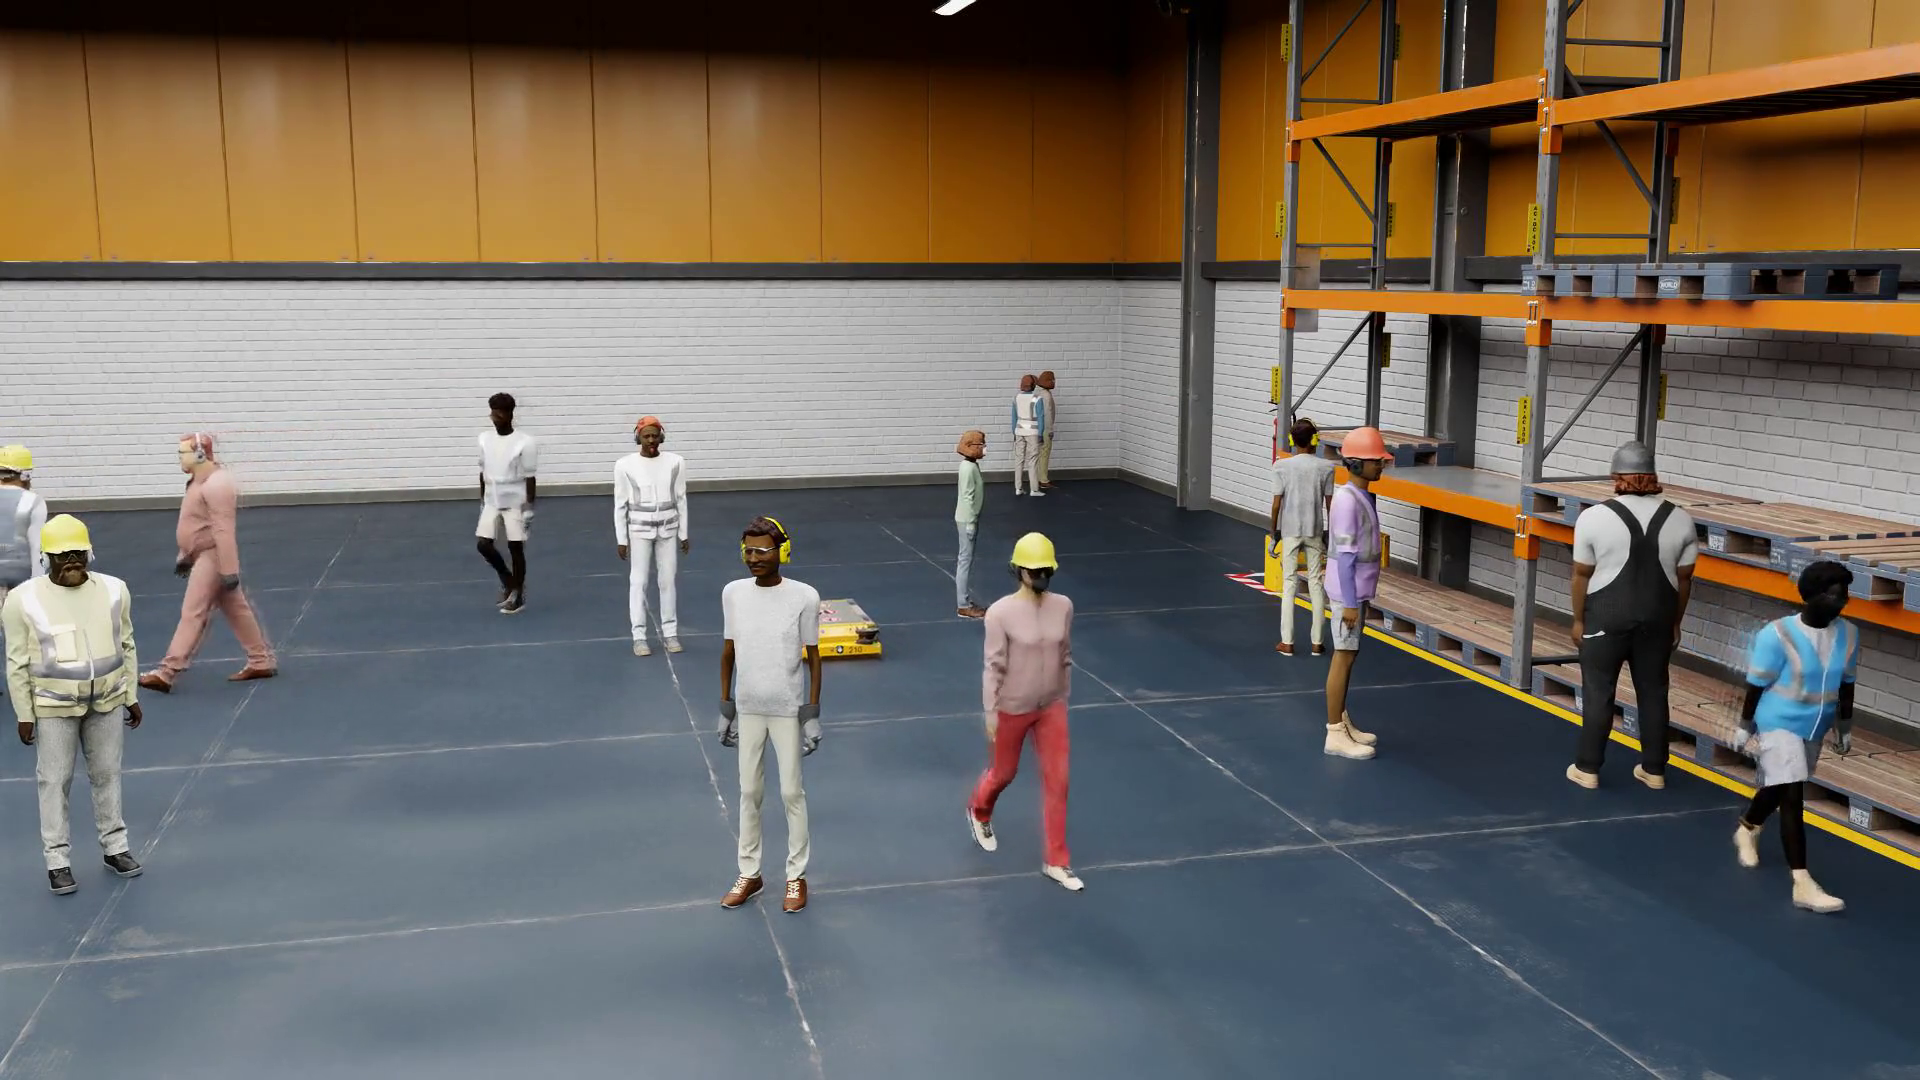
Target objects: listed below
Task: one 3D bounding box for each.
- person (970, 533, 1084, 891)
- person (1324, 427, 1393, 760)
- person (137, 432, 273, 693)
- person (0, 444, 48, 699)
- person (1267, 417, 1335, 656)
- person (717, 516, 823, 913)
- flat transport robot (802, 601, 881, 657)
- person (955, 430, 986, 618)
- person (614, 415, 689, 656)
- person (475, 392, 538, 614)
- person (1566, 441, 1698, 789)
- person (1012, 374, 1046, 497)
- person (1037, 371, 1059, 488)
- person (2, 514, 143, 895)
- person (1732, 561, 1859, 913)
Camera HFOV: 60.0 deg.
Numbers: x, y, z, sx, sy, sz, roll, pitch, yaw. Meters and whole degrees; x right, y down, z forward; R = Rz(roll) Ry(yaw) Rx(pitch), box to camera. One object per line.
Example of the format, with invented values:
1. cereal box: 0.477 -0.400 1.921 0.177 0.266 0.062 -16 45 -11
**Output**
1. person: 0.313 0.802 8.280 0.535 1.733 0.849 -5 10 -28
2. person: 2.460 0.319 10.321 0.380 2.045 0.605 3 10 19
3. person: -5.466 0.158 11.911 1.014 1.854 0.652 -5 10 -29
4. person: -6.701 0.217 11.776 0.588 1.785 0.945 0 9 2
5. person: 2.664 -0.020 12.999 0.513 1.866 0.331 1 9 4
6. person: -0.898 0.811 7.792 0.528 1.871 0.323 2 9 12
7. flat transport robot: -1.094 0.694 13.497 0.652 0.197 1.431 -2 9 -13
8. person: 0.099 -0.148 14.510 0.285 1.633 0.501 1 9 4
9. person: -2.417 -0.037 13.048 0.578 1.883 0.358 -4 10 -26
10. person: -3.978 -0.320 14.558 0.619 1.954 0.420 3 10 19
11. person: 3.869 0.424 9.677 0.682 2.000 0.535 0 9 3
12. person: 0.910 -1.396 22.277 0.515 1.641 0.315 8 12 39
13. person: 1.213 -1.540 23.201 0.280 1.633 0.500 -2 9 -10
14. person: -4.287 0.781 8.093 0.403 1.833 0.590 8 12 41
15. person: 3.993 0.884 8.022 0.567 1.651 0.884 -2 9 -14
